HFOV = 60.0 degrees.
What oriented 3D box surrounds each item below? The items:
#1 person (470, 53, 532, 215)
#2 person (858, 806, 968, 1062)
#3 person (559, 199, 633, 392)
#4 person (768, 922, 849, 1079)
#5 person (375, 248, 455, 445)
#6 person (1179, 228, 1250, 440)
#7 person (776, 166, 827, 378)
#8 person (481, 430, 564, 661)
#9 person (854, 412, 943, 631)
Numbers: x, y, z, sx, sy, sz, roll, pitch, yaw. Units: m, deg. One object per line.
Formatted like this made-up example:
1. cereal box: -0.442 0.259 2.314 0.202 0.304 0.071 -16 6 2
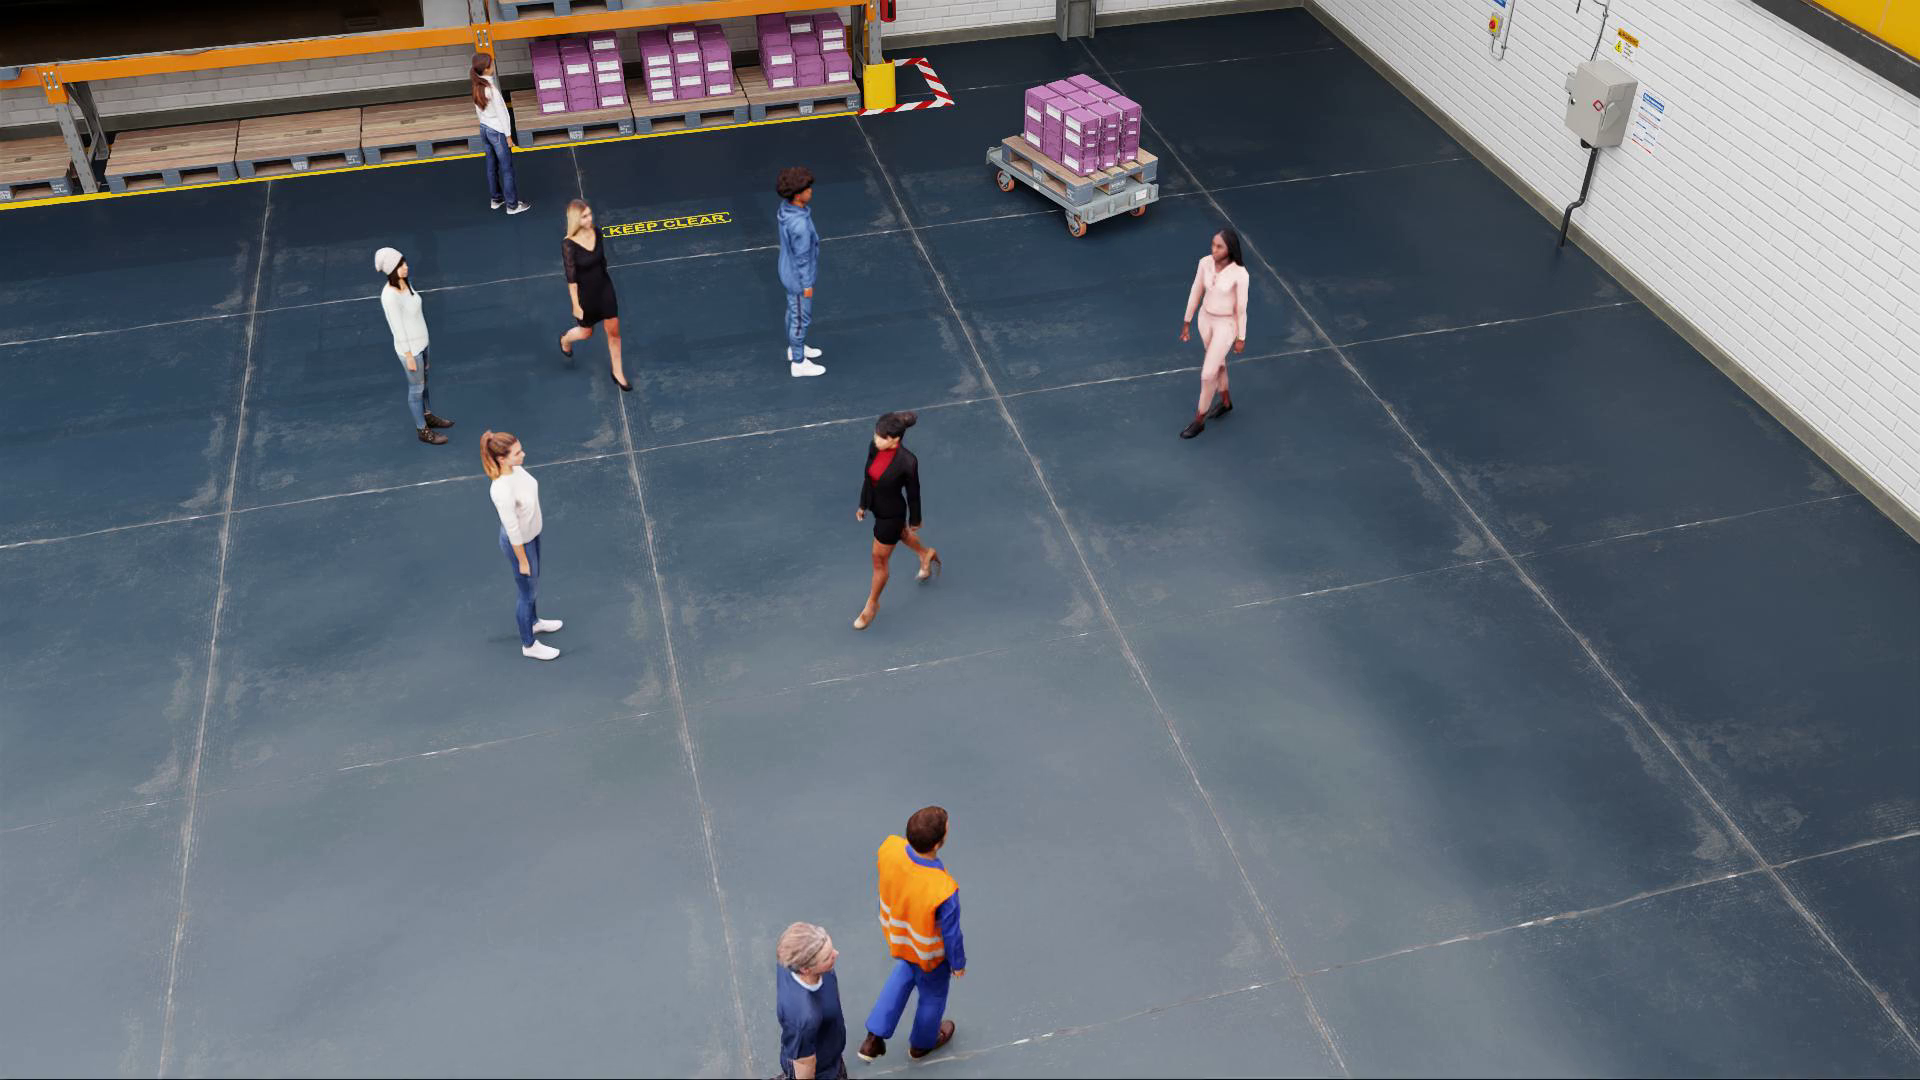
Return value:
1. person: -4.426 -3.870 15.791 0.619 1.557 0.666 24 45 27
2. person: -0.264 2.021 8.181 0.928 1.849 1.005 30 47 32
3. person: -3.004 -1.974 13.339 0.997 1.656 1.000 25 45 28
4. person: -0.760 2.397 7.715 1.149 1.844 0.799 -3 39 -3
5. person: -4.206 -1.504 12.758 0.576 1.645 0.612 -1 39 -1
6. person: 2.064 -1.659 12.913 1.023 1.695 0.884 -29 47 -31
7. person: -1.316 -2.182 13.478 0.534 1.807 0.652 -10 40 -12
8. person: -2.851 0.012 10.801 0.567 1.719 0.644 -3 39 -4
9. person: -0.411 -0.192 11.156 1.128 1.596 0.849 -28 46 -30
